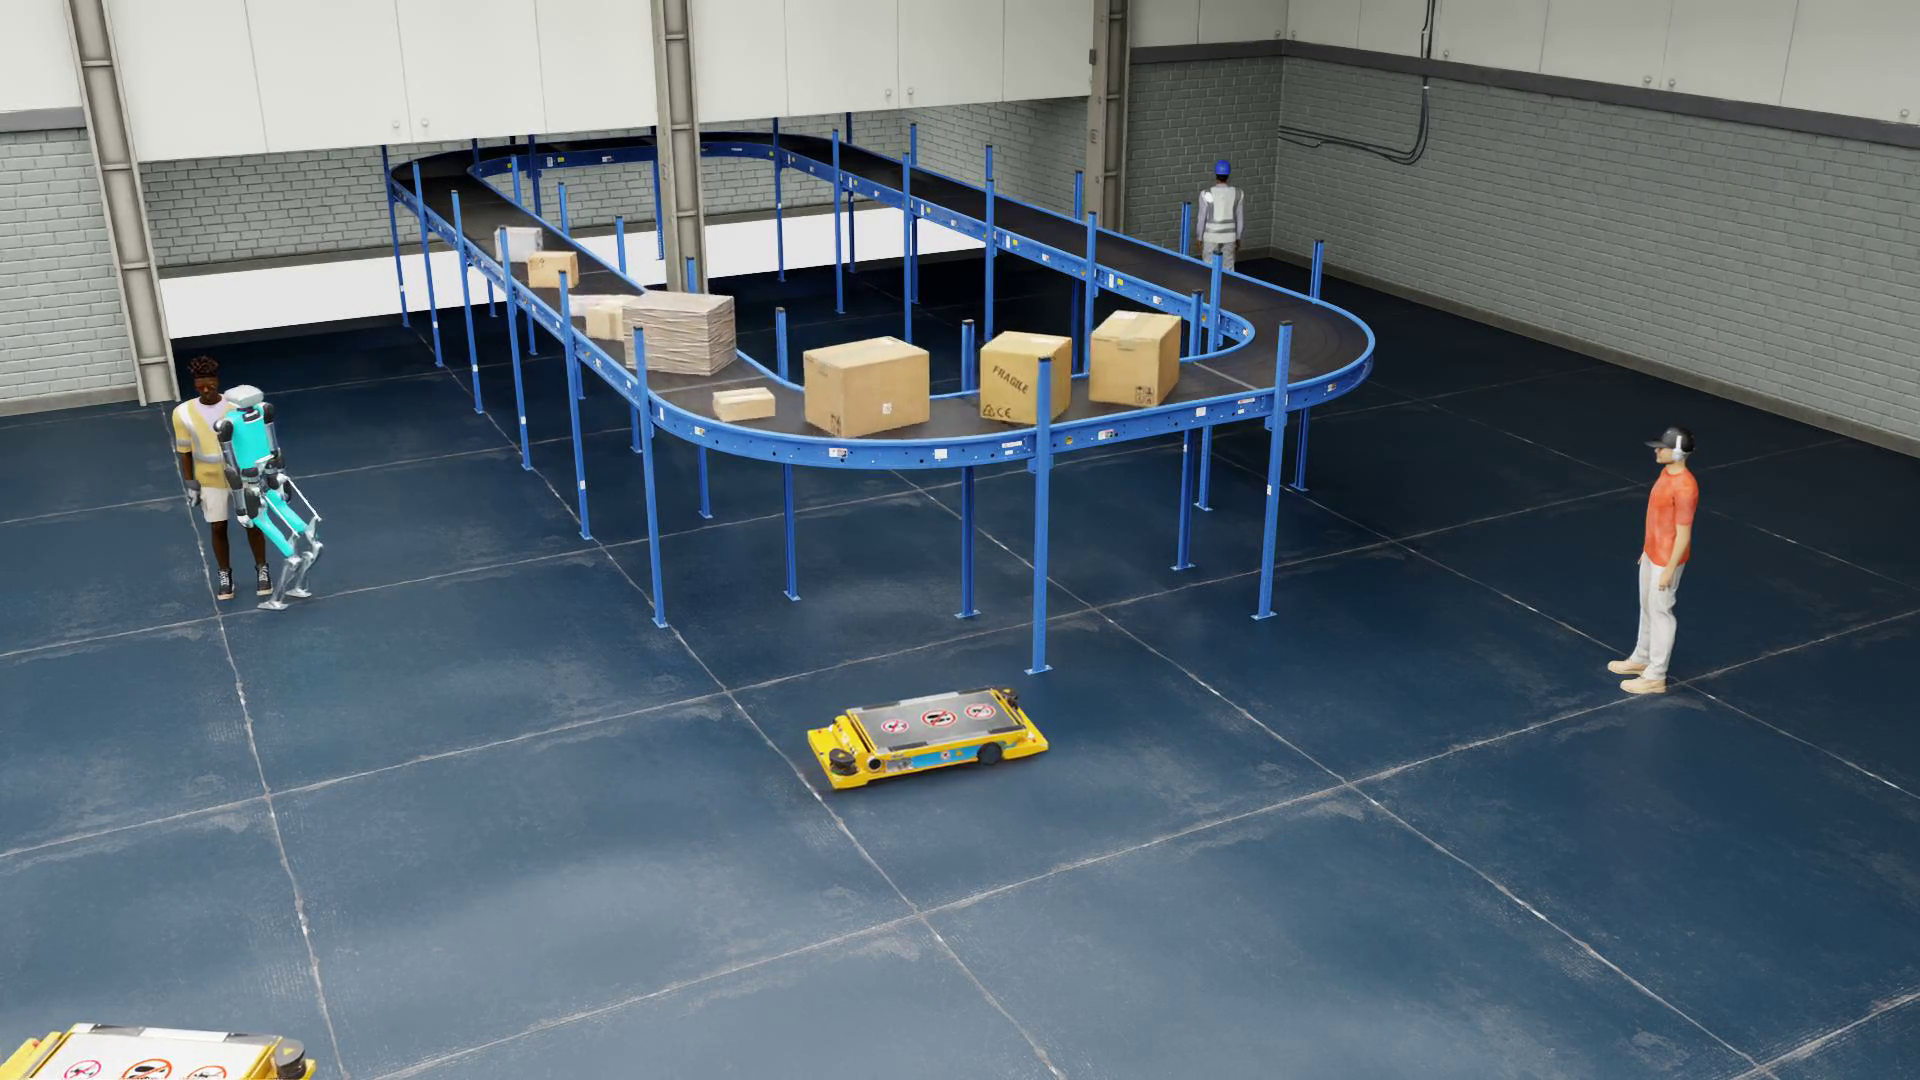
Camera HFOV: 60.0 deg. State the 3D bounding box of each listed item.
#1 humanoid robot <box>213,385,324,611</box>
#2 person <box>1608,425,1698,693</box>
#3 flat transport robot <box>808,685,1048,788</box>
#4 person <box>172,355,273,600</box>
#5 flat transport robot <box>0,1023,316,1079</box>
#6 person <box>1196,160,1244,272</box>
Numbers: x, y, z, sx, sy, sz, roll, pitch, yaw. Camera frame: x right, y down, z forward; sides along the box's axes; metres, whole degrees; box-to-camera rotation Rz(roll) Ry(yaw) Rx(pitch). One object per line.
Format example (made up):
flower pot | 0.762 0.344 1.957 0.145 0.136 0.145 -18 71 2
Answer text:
humanoid robot | -5.129 -0.295 12.572 0.680 1.750 0.547 8 24 20
person | 4.754 0.129 11.369 0.408 1.910 0.481 2 22 5
flat transport robot | -0.211 1.264 10.751 1.431 0.231 0.659 -8 23 -18
person | -5.669 -0.481 12.825 0.596 1.958 0.380 -8 24 -20
flat transport robot | -3.788 2.534 7.612 1.431 0.231 0.659 2 22 5
person | 3.292 -3.845 21.142 0.603 1.948 0.402 -2 22 -5
